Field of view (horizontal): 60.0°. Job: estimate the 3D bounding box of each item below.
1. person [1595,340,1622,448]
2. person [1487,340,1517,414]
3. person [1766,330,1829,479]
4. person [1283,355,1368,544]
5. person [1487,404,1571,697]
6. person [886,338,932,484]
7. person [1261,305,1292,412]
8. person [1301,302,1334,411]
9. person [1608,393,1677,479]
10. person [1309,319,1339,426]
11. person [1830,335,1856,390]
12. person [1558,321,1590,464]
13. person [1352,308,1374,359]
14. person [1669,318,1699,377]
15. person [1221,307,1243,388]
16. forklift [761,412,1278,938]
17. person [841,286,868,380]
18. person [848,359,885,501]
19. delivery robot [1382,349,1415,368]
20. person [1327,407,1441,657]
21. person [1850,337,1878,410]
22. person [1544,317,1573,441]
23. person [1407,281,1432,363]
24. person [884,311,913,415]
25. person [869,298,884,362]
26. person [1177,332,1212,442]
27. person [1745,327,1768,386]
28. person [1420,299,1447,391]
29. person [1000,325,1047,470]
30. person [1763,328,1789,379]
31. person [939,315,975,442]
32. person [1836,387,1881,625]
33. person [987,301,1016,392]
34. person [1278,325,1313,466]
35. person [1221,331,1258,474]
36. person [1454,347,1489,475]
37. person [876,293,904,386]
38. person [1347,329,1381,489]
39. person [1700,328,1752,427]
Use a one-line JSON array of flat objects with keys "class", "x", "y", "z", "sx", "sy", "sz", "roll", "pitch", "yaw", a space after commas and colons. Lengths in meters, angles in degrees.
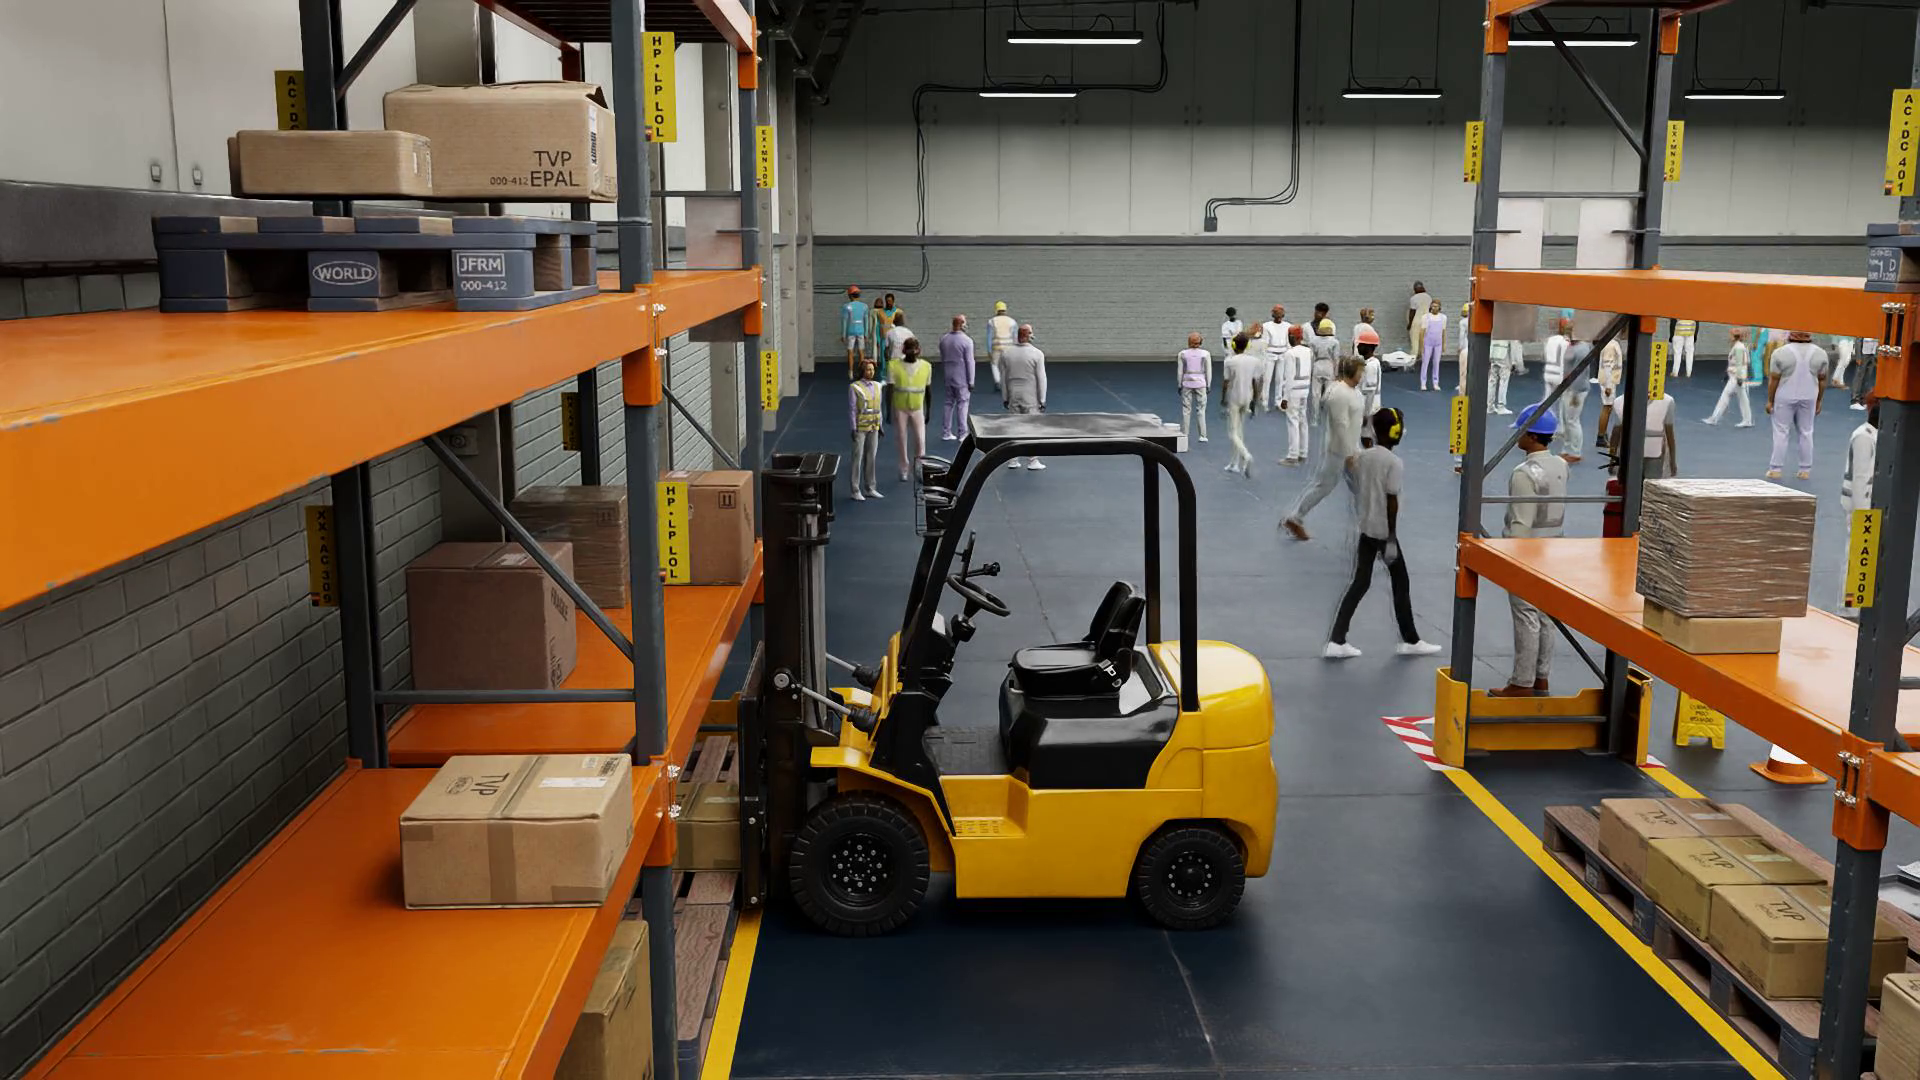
[{"class": "person", "x": 9.490, "y": -2.299, "z": 24.202, "sx": 0.386, "sy": 1.924, "sz": 0.548, "roll": 5, "pitch": 11, "yaw": 26}, {"class": "person", "x": 9.421, "y": -3.143, "z": 28.951, "sx": 0.392, "sy": 1.911, "sz": 0.584, "roll": -7, "pitch": 12, "yaw": -34}, {"class": "person", "x": 10.535, "y": -1.790, "z": 21.032, "sx": 0.688, "sy": 2.000, "sz": 0.536, "roll": 1, "pitch": 10, "yaw": 8}, {"class": "person", "x": 3.730, "y": -0.893, "z": 16.460, "sx": 1.008, "sy": 1.897, "sz": 0.632, "roll": 8, "pitch": 13, "yaw": 37}, {"class": "person", "x": 3.715, "y": 0.090, "z": 10.807, "sx": 0.379, "sy": 1.950, "sz": 0.608, "roll": 9, "pitch": 14, "yaw": 42}, {"class": "person", "x": -0.620, "y": -1.574, "z": 20.497, "sx": 0.592, "sy": 1.805, "sz": 0.911, "roll": -1, "pitch": 10, "yaw": -8}, {"class": "person", "x": 5.560, "y": -3.187, "z": 29.258, "sx": 0.574, "sy": 1.882, "sz": 0.358, "roll": -2, "pitch": 10, "yaw": -11}, {"class": "person", "x": 6.256, "y": -3.217, "z": 29.261, "sx": 0.644, "sy": 1.939, "sz": 0.541, "roll": 4, "pitch": 11, "yaw": 22}, {"class": "person", "x": 6.559, "y": -0.770, "z": 15.948, "sx": 0.663, "sy": 1.833, "sz": 0.436, "roll": 8, "pitch": 13, "yaw": 38}, {"class": "person", "x": 5.917, "y": -2.718, "z": 27.051, "sx": 0.487, "sy": 1.736, "sz": 0.321, "roll": 4, "pitch": 11, "yaw": 21}, {"class": "person", "x": 17.934, "y": -3.997, "z": 33.645, "sx": 0.654, "sy": 1.925, "sz": 0.440, "roll": -6, "pitch": 12, "yaw": -30}, {"class": "person", "x": 8.295, "y": -1.997, "z": 22.481, "sx": 0.376, "sy": 1.931, "sz": 0.687, "roll": 1, "pitch": 10, "yaw": 4}, {"class": "person", "x": 7.051, "y": -3.129, "z": 29.050, "sx": 0.348, "sy": 1.842, "sz": 0.505, "roll": -4, "pitch": 11, "yaw": -22}, {"class": "person", "x": 16.069, "y": -4.546, "z": 36.939, "sx": 0.621, "sy": 1.845, "sz": 0.429, "roll": 1, "pitch": 10, "yaw": 7}, {"class": "person", "x": 5.555, "y": -3.937, "z": 34.058, "sx": 0.602, "sy": 1.658, "sz": 0.414, "roll": -7, "pitch": 12, "yaw": -34}, {"class": "forklift", "x": 0.291, "y": 0.548, "z": 7.580, "sx": 2.313, "sy": 2.155, "sz": 1.214, "roll": 0, "pitch": 10, "yaw": -2}, {"class": "person", "x": -2.292, "y": -4.496, "z": 36.123, "sx": 0.615, "sy": 2.036, "sz": 0.389, "roll": -6, "pitch": 12, "yaw": -30}, {"class": "person", "x": -1.091, "y": -1.280, "z": 19.305, "sx": 0.311, "sy": 1.642, "sz": 0.512, "roll": 9, "pitch": 14, "yaw": 42}, {"class": "delivery robot", "x": 9.993, "y": -4.121, "z": 37.893, "sx": 0.707, "sy": 0.478, "sz": 0.477, "roll": 9, "pitch": 13, "yaw": 40}, {"class": "person", "x": 3.035, "y": -0.051, "z": 11.965, "sx": 0.883, "sy": 1.823, "sz": 0.527, "roll": -4, "pitch": 11, "yaw": -22}, {"class": "person", "x": 16.194, "y": -3.290, "z": 29.727, "sx": 0.593, "sy": 1.921, "sz": 0.391, "roll": -6, "pitch": 12, "yaw": -29}, {"class": "person", "x": 9.050, "y": -2.409, "z": 24.983, "sx": 0.729, "sy": 1.855, "sz": 0.566, "roll": -3, "pitch": 11, "yaw": -18}, {"class": "person", "x": 11.279, "y": -5.386, "z": 41.062, "sx": 0.672, "sy": 2.000, "sz": 0.536, "roll": -6, "pitch": 12, "yaw": -29}, {"class": "person", "x": -0.989, "y": -2.983, "z": 28.333, "sx": 0.520, "sy": 1.811, "sz": 0.696, "roll": -4, "pitch": 11, "yaw": -23}, {"class": "person", "x": -1.951, "y": -5.022, "z": 40.173, "sx": 0.507, "sy": 1.633, "sz": 0.278, "roll": 0, "pitch": 10, "yaw": 2}, {"class": "person", "x": 3.499, "y": -2.275, "z": 24.846, "sx": 0.514, "sy": 1.642, "sz": 0.310, "roll": 3, "pitch": 11, "yaw": 15}, {"class": "person", "x": 16.595, "y": -4.112, "z": 34.557, "sx": 0.339, "sy": 1.833, "sz": 0.522, "roll": 7, "pitch": 12, "yaw": 33}, {"class": "person", "x": 9.513, "y": -3.915, "z": 33.425, "sx": 0.505, "sy": 1.842, "sz": 0.347, "roll": 0, "pitch": 10, "yaw": -2}, {"class": "person", "x": 0.859, "y": -1.872, "z": 21.869, "sx": 0.651, "sy": 1.904, "sz": 0.403, "roll": 6, "pitch": 12, "yaw": 30}, {"class": "person", "x": 17.590, "y": -4.284, "z": 35.865, "sx": 0.583, "sy": 1.695, "sz": 0.929, "roll": 2, "pitch": 10, "yaw": 11}, {"class": "person", "x": -0.016, "y": -2.419, "z": 24.948, "sx": 0.645, "sy": 1.898, "sz": 0.397, "roll": 9, "pitch": 14, "yaw": 42}, {"class": "person", "x": 7.016, "y": -0.248, "z": 12.879, "sx": 0.342, "sy": 1.883, "sz": 0.584, "roll": 8, "pitch": 13, "yaw": 36}, {"class": "person", "x": 0.819, "y": -3.809, "z": 32.934, "sx": 0.607, "sy": 1.813, "sz": 0.427, "roll": -2, "pitch": 10, "yaw": -11}, {"class": "person", "x": 4.498, "y": -1.937, "z": 22.288, "sx": 0.337, "sy": 1.881, "sz": 0.584, "roll": 9, "pitch": 14, "yaw": 42}, {"class": "person", "x": 3.614, "y": -1.756, "z": 21.390, "sx": 0.517, "sy": 1.852, "sz": 0.734, "roll": -3, "pitch": 11, "yaw": -19}, {"class": "person", "x": 6.608, "y": -1.823, "z": 21.340, "sx": 0.396, "sy": 1.993, "sz": 0.618, "roll": 10, "pitch": 14, "yaw": 43}, {"class": "person", "x": -1.454, "y": -4.165, "z": 34.606, "sx": 0.593, "sy": 1.920, "sz": 0.391, "roll": 1, "pitch": 10, "yaw": 8}, {"class": "person", "x": 4.901, "y": -1.575, "z": 20.111, "sx": 0.349, "sy": 1.942, "sz": 0.545, "roll": 2, "pitch": 10, "yaw": 12}, {"class": "person", "x": 12.445, "y": -2.617, "z": 26.876, "sx": 0.830, "sy": 1.602, "sz": 0.534, "roll": 5, "pitch": 11, "yaw": 26}]
